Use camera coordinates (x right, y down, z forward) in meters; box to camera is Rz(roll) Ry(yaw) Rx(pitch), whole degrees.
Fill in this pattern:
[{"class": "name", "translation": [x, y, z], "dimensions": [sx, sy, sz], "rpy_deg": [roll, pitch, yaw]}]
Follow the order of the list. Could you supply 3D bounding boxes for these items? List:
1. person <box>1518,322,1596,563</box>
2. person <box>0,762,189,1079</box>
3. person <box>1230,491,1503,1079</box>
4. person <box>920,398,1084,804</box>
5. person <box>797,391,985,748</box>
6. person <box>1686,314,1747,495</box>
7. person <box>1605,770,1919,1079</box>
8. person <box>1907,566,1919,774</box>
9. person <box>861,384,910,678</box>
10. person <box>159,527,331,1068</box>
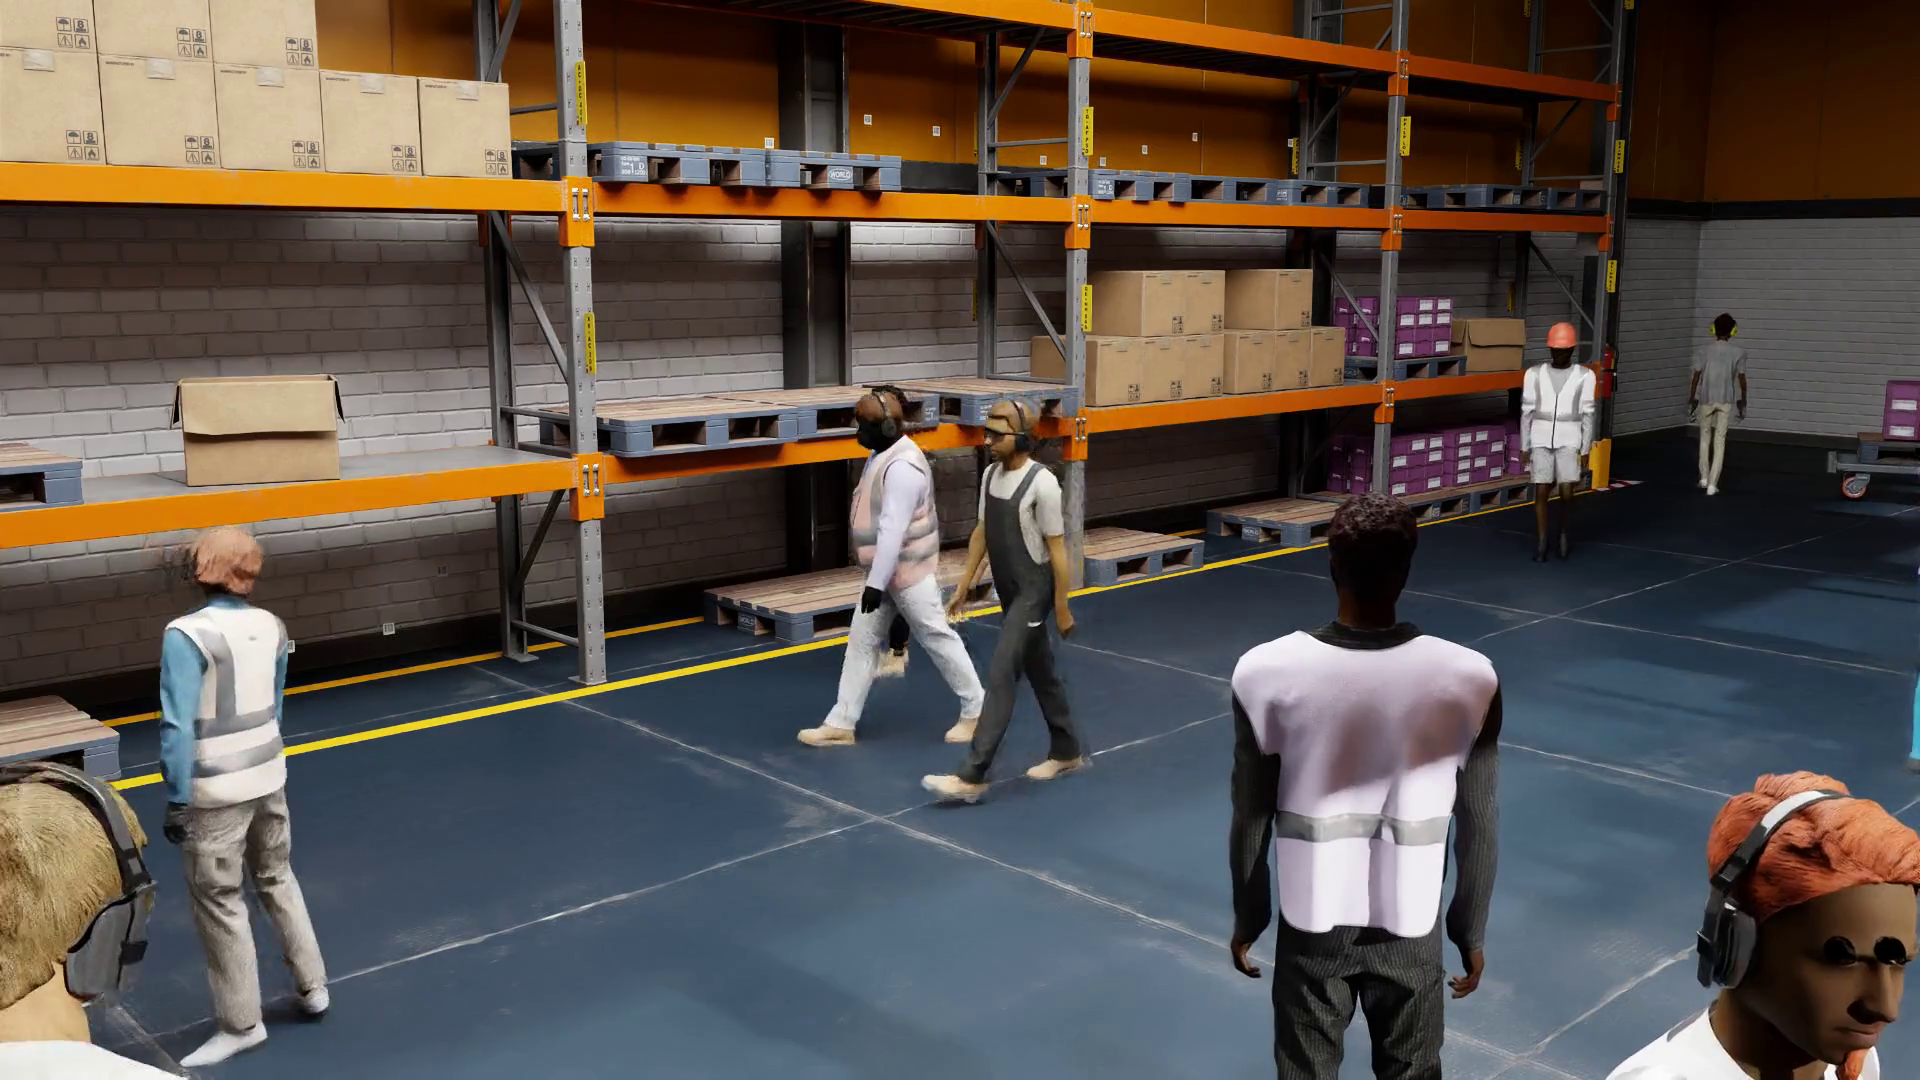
[{"class": "person", "translation": [4.710, -0.760, 13.159], "dimensions": [0.547, 1.921, 0.418], "rpy_deg": [5, 11, 25]}, {"class": "person", "translation": [-0.987, 1.192, 1.728], "dimensions": [0.648, 1.915, 0.600], "rpy_deg": [-1, 10, -5]}, {"class": "person", "translation": [0.894, 0.847, 3.740], "dimensions": [0.589, 1.919, 0.393], "rpy_deg": [2, 10, 9]}, {"class": "person", "translation": [0.203, 0.269, 7.453], "dimensions": [0.980, 1.796, 0.509], "rpy_deg": [-5, 11, -25]}, {"class": "person", "translation": [-0.275, 0.155, 8.221], "dimensions": [0.998, 1.789, 0.633], "rpy_deg": [-3, 10, -17]}, {"class": "person", "translation": [7.826, -1.405, 17.164], "dimensions": [0.551, 1.834, 0.859], "rpy_deg": [5, 11, 29]}, {"class": "person", "translation": [0.866, 1.179, 1.901], "dimensions": [0.575, 1.883, 0.362], "rpy_deg": [-9, 13, -42]}, {"class": "person", "translation": [4.761, 0.217, 7.724], "dimensions": [0.616, 1.821, 0.598], "rpy_deg": [-3, 10, -18]}, {"class": "person", "translation": [-0.417, -0.053, 9.646], "dimensions": [0.318, 1.700, 0.535], "rpy_deg": [1, 10, 6]}, {"class": "person", "translation": [-2.205, 0.772, 5.089], "dimensions": [0.339, 1.619, 0.604], "rpy_deg": [2, 10, 9]}]
